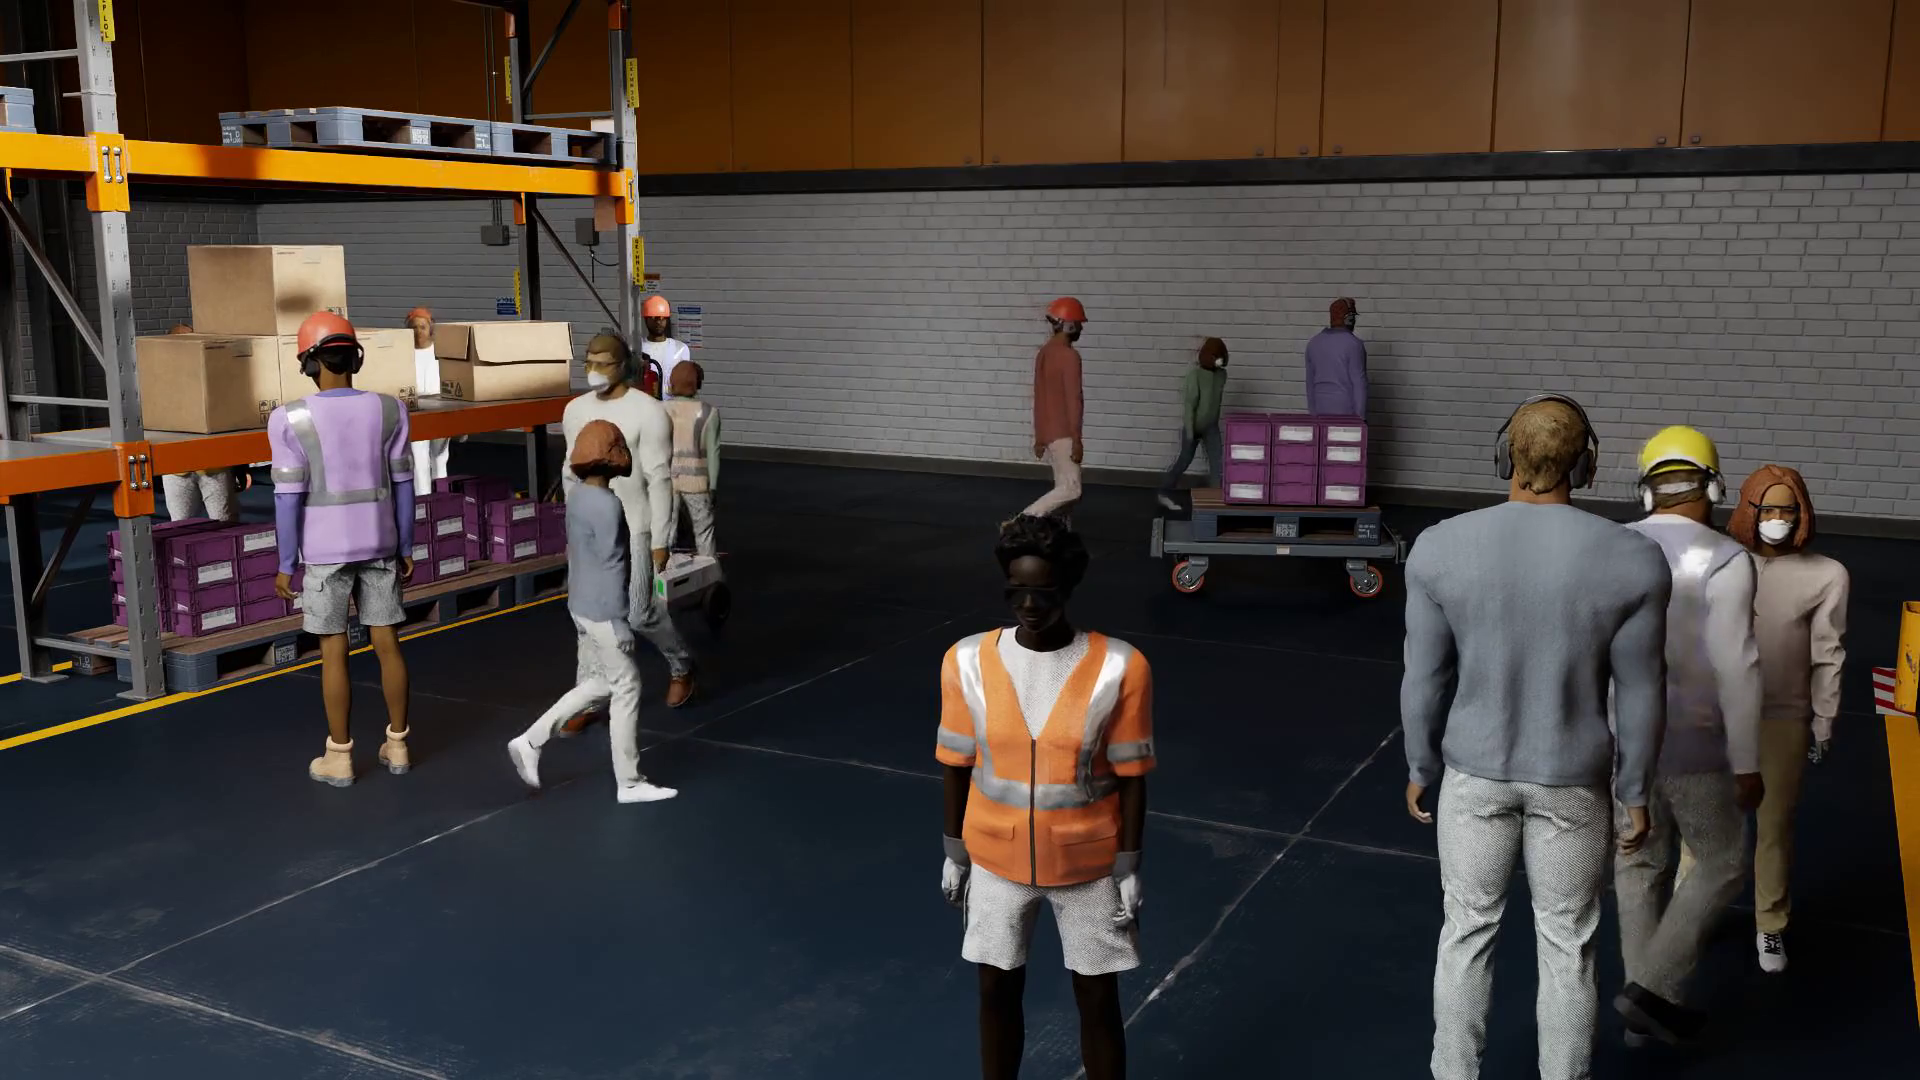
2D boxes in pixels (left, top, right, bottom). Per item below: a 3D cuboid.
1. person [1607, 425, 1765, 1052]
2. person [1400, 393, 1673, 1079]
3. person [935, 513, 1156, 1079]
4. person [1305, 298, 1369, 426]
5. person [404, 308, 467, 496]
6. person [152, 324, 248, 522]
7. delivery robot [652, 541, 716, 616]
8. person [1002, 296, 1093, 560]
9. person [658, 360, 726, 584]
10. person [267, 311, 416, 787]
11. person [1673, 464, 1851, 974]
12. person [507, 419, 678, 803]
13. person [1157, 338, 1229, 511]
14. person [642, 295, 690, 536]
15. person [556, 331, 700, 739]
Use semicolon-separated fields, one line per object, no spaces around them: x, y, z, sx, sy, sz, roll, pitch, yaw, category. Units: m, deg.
2.054;0.571;4.803;0.437;1.783;0.633;-4;11;-23;person
1.430;0.600;4.200;0.633;1.939;0.368;4;11;22;person
0.197;0.764;3.982;0.533;1.687;0.320;2;10;14;person
3.174;-1.056;13.874;0.406;1.911;0.637;-6;11;-31;person
-4.338;-0.966;13.578;0.592;1.836;0.980;-3;10;-19;person
-4.874;-0.458;10.634;0.629;1.837;0.429;-1;10;-6;person
-1.757;0.248;9.967;0.477;0.478;0.707;3;10;19;delivery robot
0.650;-0.779;12.084;0.684;1.970;0.618;-3;10;-17;person
-1.763;-0.351;10.706;0.529;1.593;0.881;2;10;10;person
-2.649;0.040;7.161;0.605;2.036;0.388;-8;13;-40;person
2.527;0.566;5.305;0.498;1.629;0.274;4;11;23;person
-1.532;0.308;6.844;0.593;1.616;0.492;-5;11;-26;person
2.051;-0.981;14.438;0.506;1.565;0.900;-7;12;-34;person
-2.426;-0.987;13.376;0.544;1.943;0.347;-3;10;-19;person
-1.636;-0.046;8.002;0.646;1.918;0.810;5;11;28;person
